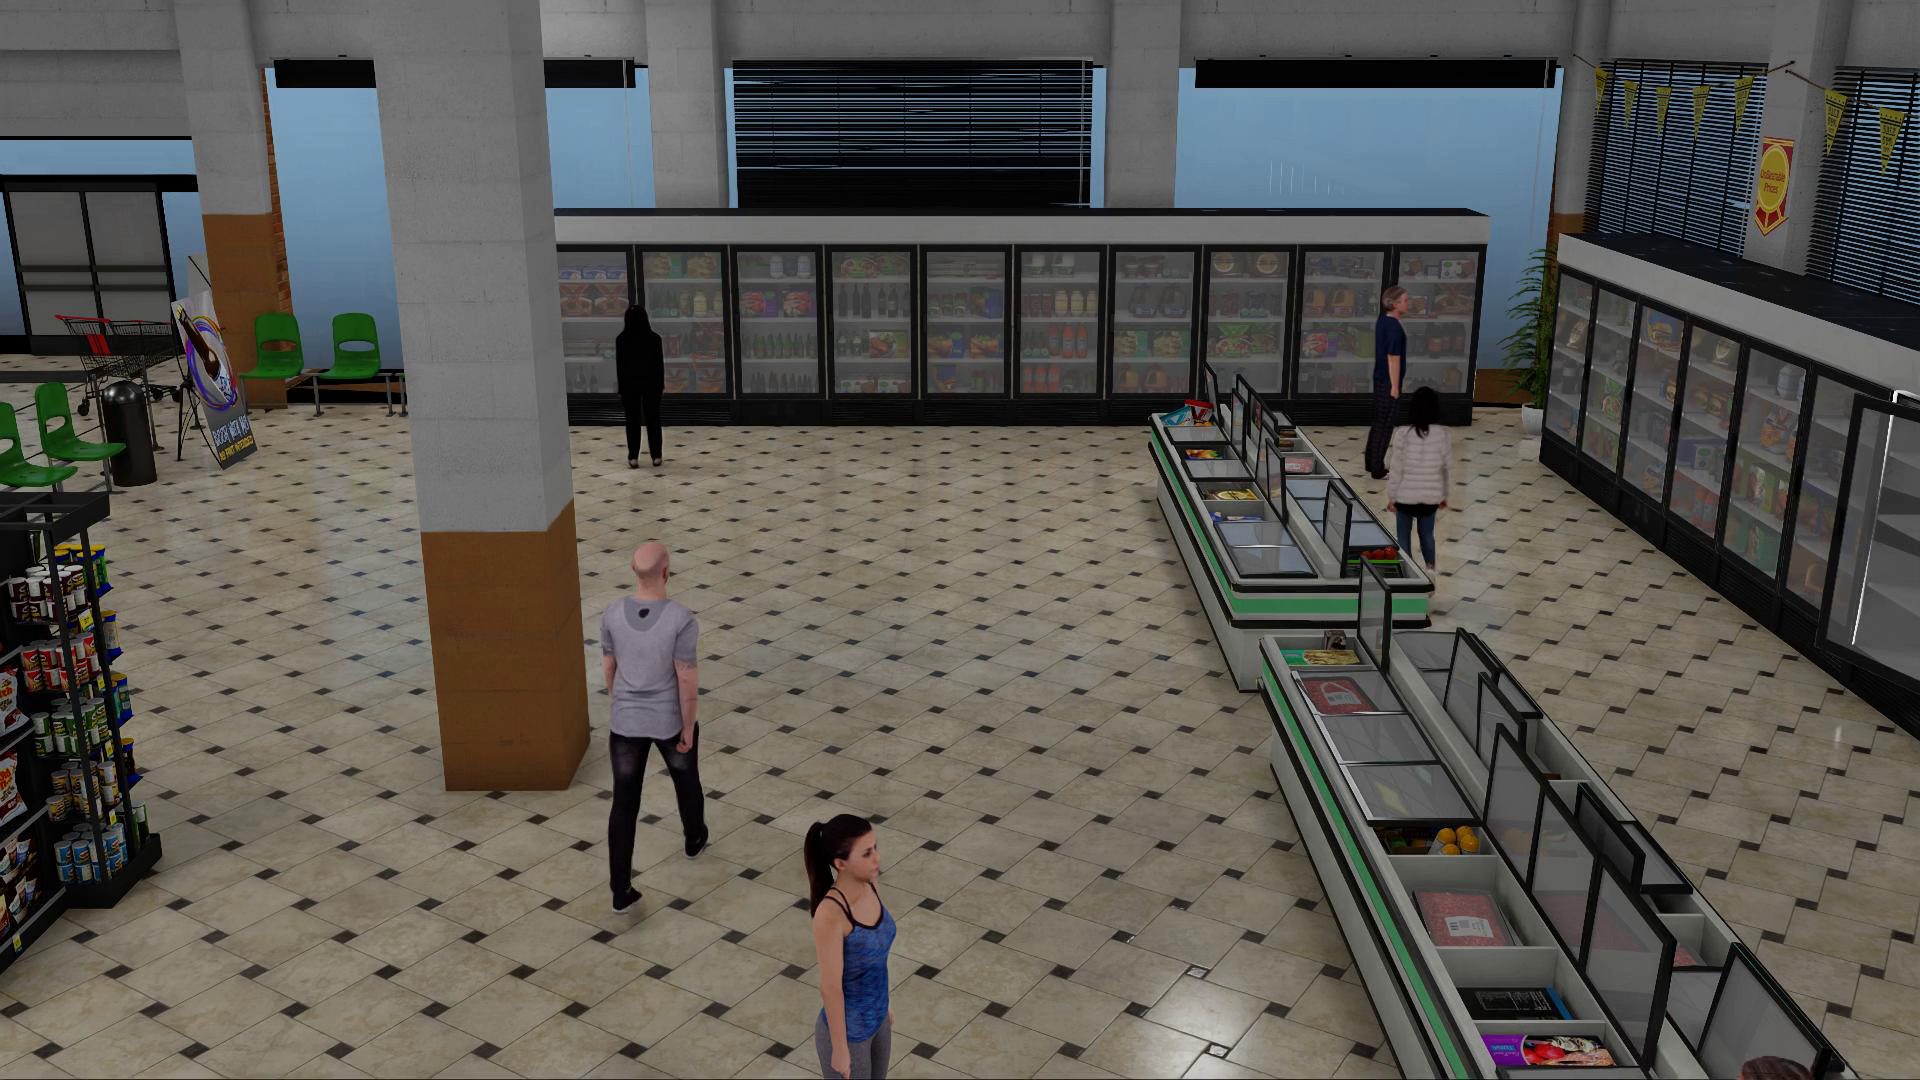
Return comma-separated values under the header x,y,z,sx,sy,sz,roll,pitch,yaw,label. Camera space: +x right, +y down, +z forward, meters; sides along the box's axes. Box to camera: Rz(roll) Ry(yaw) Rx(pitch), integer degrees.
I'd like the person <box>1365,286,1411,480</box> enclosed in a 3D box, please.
x,y,z,sx,sy,sz,roll,pitch,yaw,label
4.141,-1.525,16.102,0.727,1.868,0.498,1,17,4,person

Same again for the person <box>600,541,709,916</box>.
x,y,z,sx,sy,sz,roll,pitch,yaw,label
-1.543,0.941,8.109,0.704,1.793,1.209,1,17,3,person

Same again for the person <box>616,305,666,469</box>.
x,y,z,sx,sy,sz,roll,pitch,yaw,label
-3.185,-1.537,16.575,0.701,1.615,0.717,-5,18,-16,person

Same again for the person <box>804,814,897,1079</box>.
x,y,z,sx,sy,sz,roll,pitch,yaw,label
-0.370,1.713,5.881,0.697,1.610,0.594,6,18,19,person

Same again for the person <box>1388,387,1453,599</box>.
x,y,z,sx,sy,sz,roll,pitch,yaw,label
3.484,-0.332,12.594,0.608,1.623,0.866,0,17,-1,person
